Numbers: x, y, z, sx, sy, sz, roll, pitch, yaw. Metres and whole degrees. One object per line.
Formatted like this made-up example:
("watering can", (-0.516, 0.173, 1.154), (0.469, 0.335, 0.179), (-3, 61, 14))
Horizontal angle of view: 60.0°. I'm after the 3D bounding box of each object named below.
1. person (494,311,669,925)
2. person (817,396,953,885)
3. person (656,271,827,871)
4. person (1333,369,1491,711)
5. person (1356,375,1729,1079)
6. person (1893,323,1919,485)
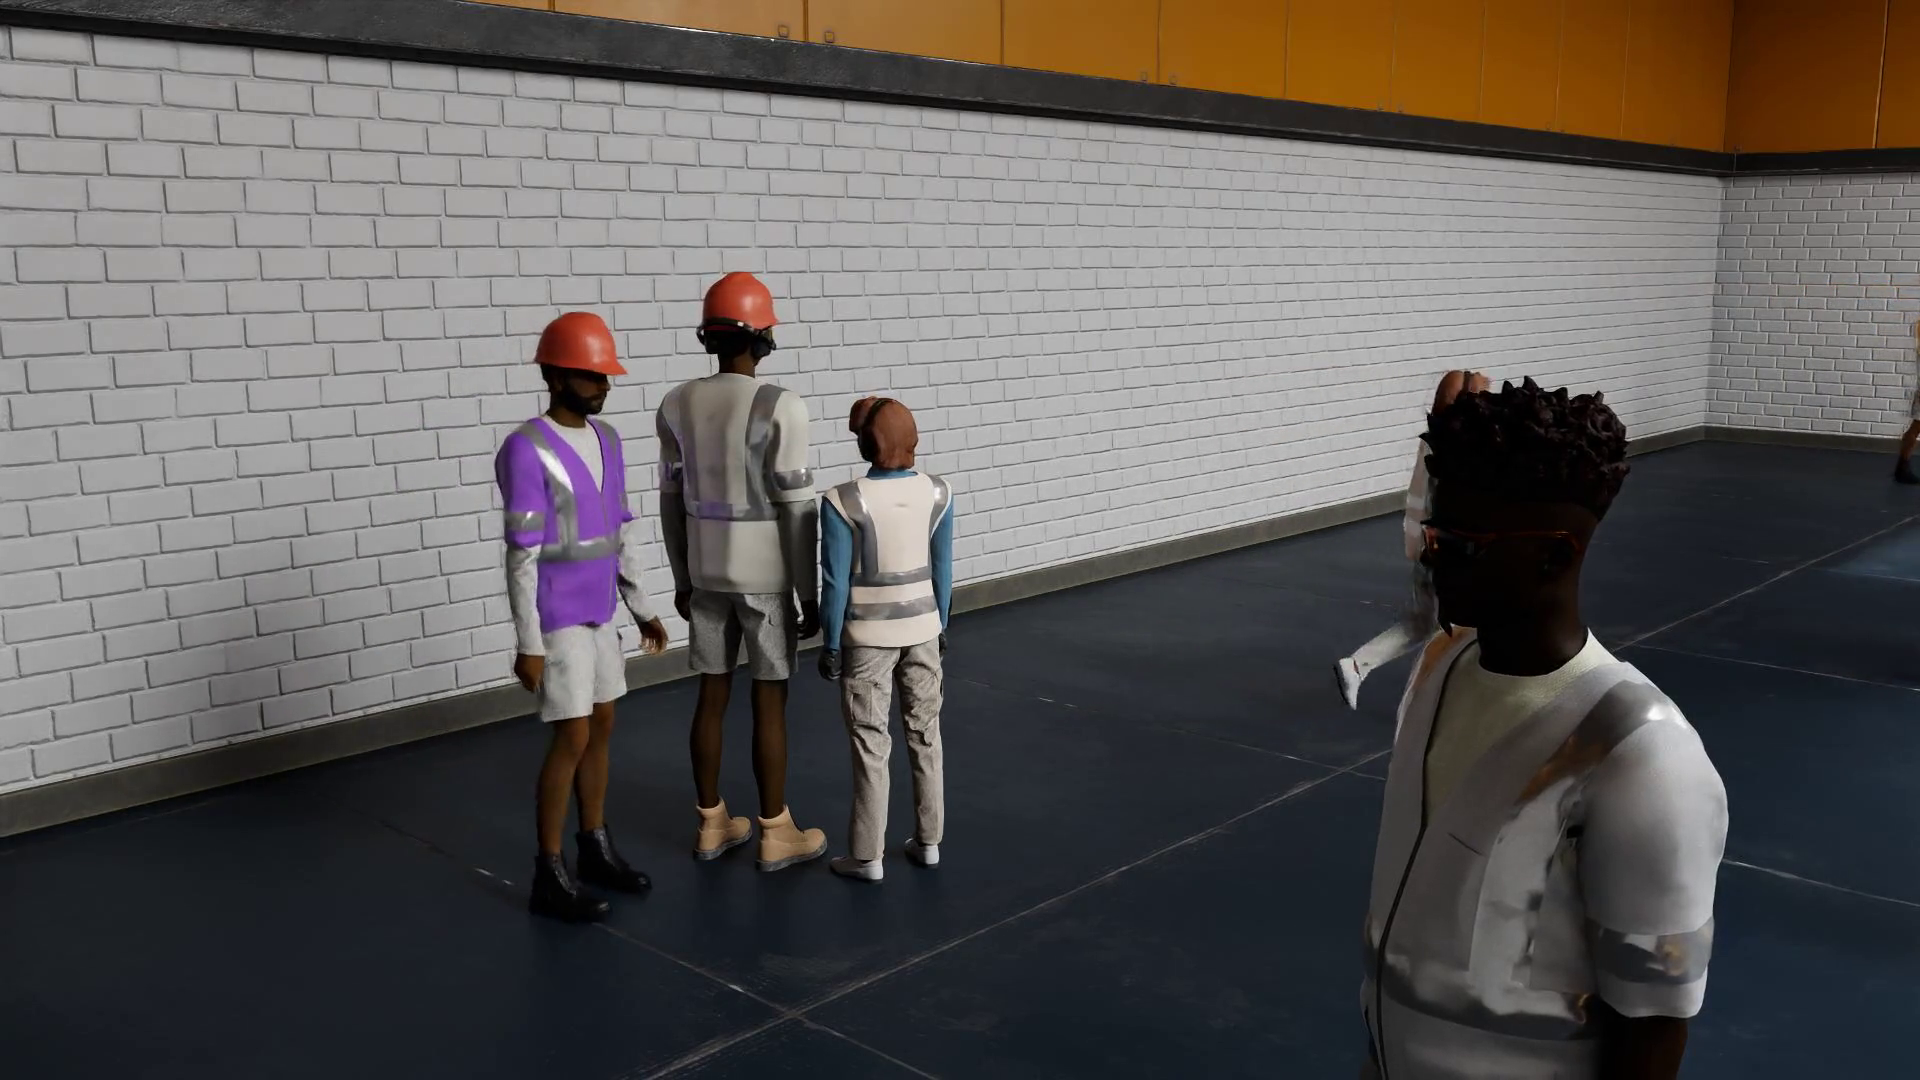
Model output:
("person", (-1.217, 0.232, 5.379), (0.407, 1.932, 0.552), (3, 11, 19))
("person", (-0.242, 0.337, 5.594), (0.514, 1.645, 0.309), (-7, 12, -34))
("person", (-0.735, 0.114, 5.711), (0.614, 2.048, 0.361), (5, 11, 27))
("person", (2.019, 0.059, 7.237), (0.626, 1.616, 0.514), (1, 10, 5))
("person", (0.719, 0.763, 2.250), (0.367, 1.966, 0.606), (-3, 10, -14))
("person", (8.650, -1.382, 14.683), (0.563, 1.892, 0.978), (-1, 10, -4))
